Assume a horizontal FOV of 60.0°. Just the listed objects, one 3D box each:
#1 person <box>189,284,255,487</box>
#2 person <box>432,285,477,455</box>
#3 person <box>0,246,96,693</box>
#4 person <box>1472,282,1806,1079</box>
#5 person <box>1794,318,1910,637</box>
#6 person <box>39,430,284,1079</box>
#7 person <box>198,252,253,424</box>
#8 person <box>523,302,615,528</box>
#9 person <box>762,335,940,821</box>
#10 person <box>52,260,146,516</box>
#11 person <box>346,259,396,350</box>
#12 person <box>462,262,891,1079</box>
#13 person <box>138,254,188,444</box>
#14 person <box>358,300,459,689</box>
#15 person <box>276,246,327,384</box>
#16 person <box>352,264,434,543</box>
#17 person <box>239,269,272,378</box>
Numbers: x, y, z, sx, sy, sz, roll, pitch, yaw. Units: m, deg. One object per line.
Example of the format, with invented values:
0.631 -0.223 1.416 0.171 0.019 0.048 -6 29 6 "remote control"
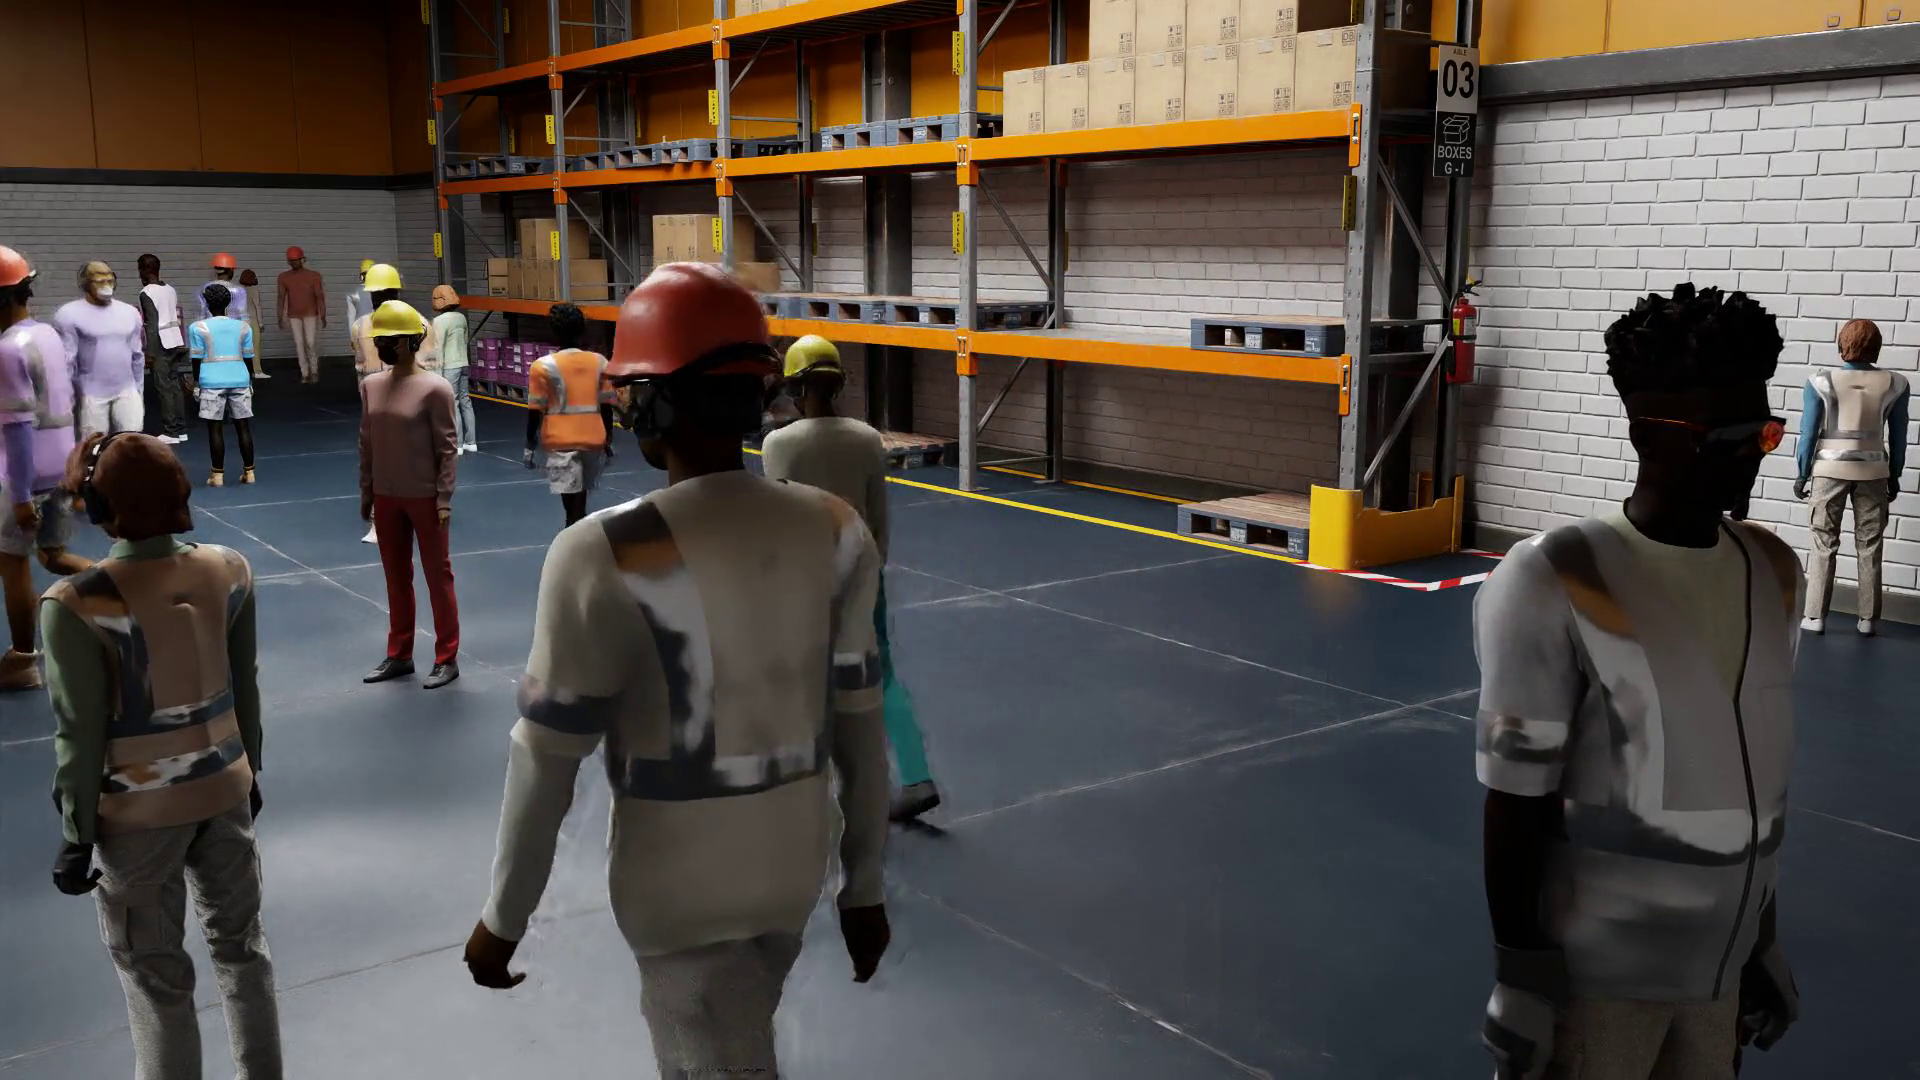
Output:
-6.138 -1.287 13.887 0.324 1.688 0.530 10 14 43 "person"
-4.891 -1.633 16.008 0.289 1.626 0.498 3 10 14 "person"
-4.093 -0.306 7.458 0.801 2.021 0.636 -2 10 -9 "person"
1.033 0.603 2.521 0.603 1.966 0.367 -5 11 -27 "person"
4.582 -0.315 8.578 0.517 1.639 0.314 2 10 14 "person"
-1.696 0.582 3.560 0.309 1.636 0.523 4 11 22 "person"
-8.217 -2.255 18.654 0.566 1.919 0.432 1 10 6 "person"
-2.375 -0.566 9.876 0.770 1.663 0.553 9 14 41 "person"
-0.416 0.132 5.903 0.555 1.703 0.906 -7 13 -36 "person"
-6.193 -1.054 11.972 0.848 1.916 0.637 7 12 35 "person"
-7.117 -2.489 20.213 0.589 1.833 0.404 -4 11 -20 "person"
-0.464 0.547 2.778 1.061 1.980 0.626 8 13 39 "person"
-8.082 -1.931 16.851 0.375 1.916 0.592 0 10 -3 "person"
-2.525 -0.203 7.599 0.525 1.769 0.308 4 11 21 "person"
-9.465 -3.215 23.864 0.658 1.974 0.553 -1 10 -6 "person"
-3.903 -0.972 11.574 0.593 1.894 0.943 1 10 7 "person"
-10.637 -3.243 24.986 0.502 1.636 0.280 6 12 30 "person"
